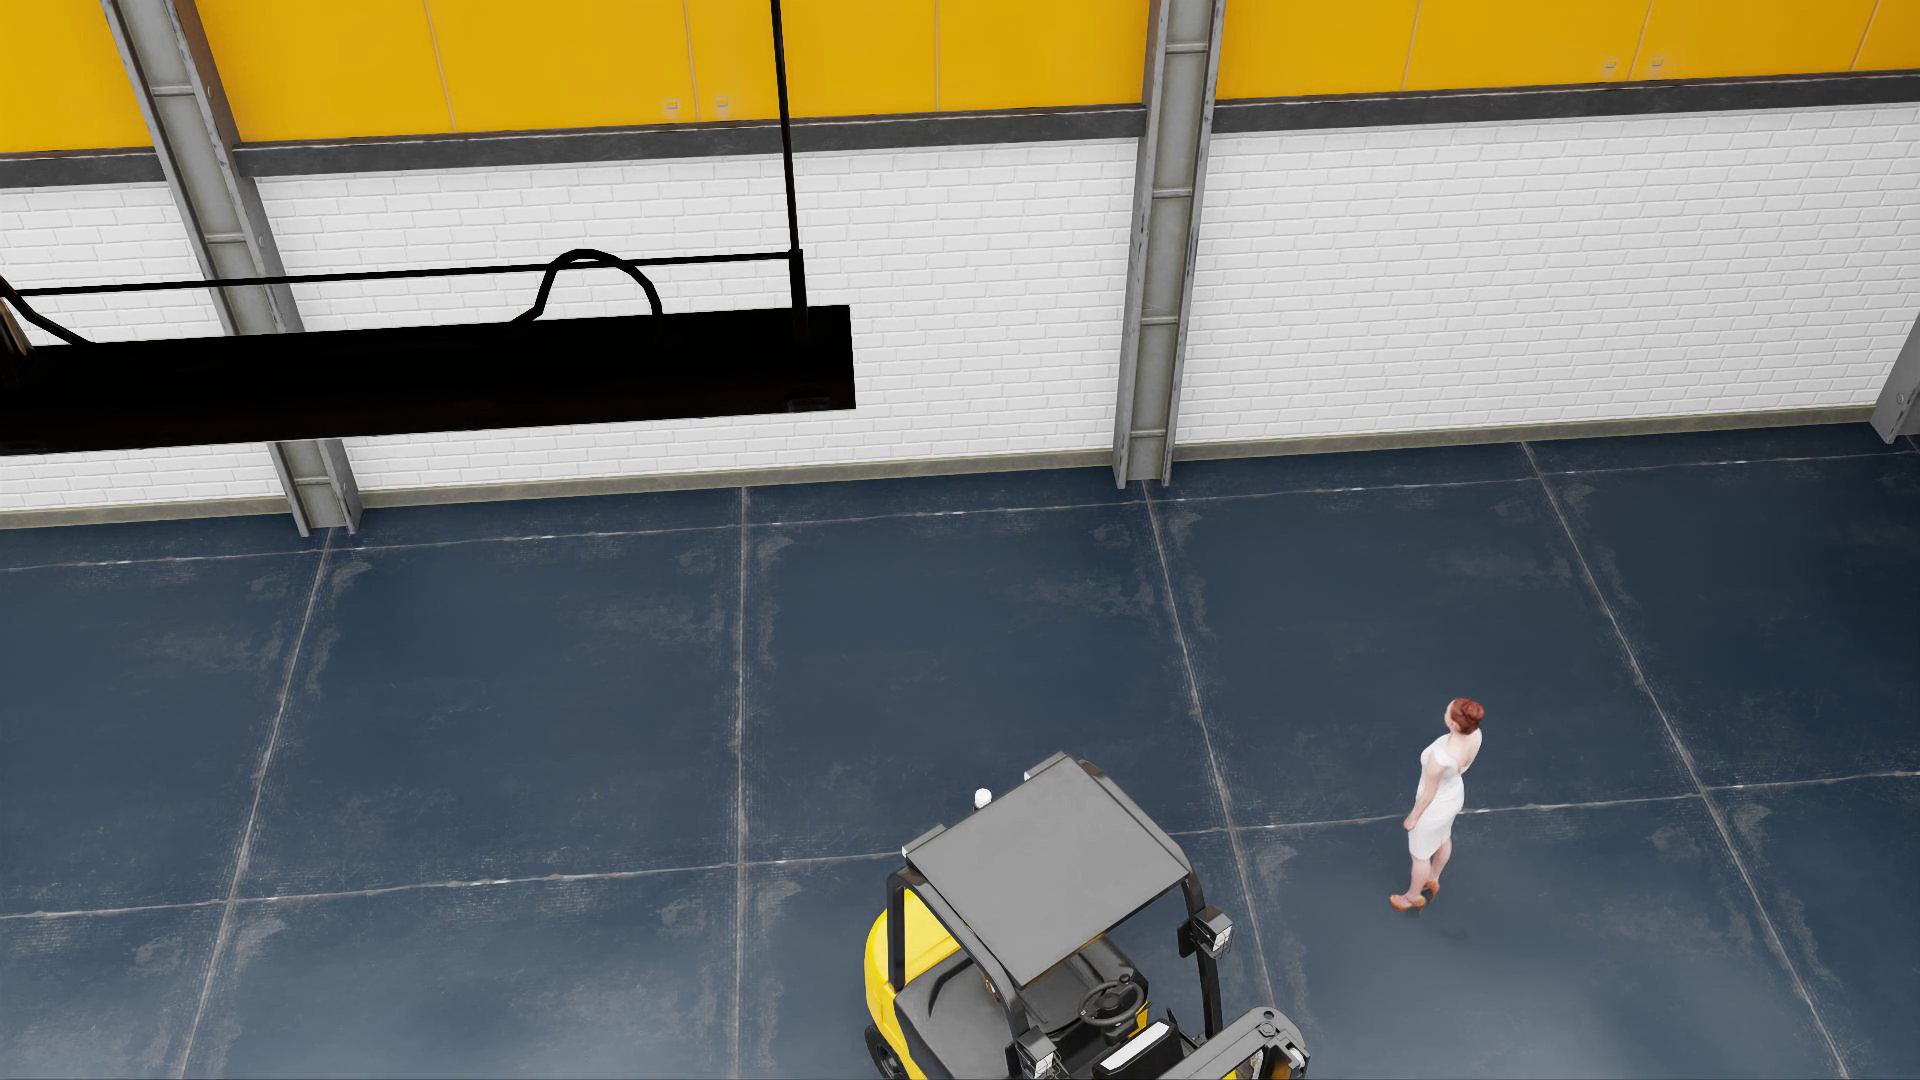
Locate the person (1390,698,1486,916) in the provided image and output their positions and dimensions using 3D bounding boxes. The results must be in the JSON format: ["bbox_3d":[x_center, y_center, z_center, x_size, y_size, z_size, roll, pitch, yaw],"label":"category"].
[{"bbox_3d":[2.649,1.480,9.211,0.616,1.793,0.709,-31,52,-29],"label":"person"}]
